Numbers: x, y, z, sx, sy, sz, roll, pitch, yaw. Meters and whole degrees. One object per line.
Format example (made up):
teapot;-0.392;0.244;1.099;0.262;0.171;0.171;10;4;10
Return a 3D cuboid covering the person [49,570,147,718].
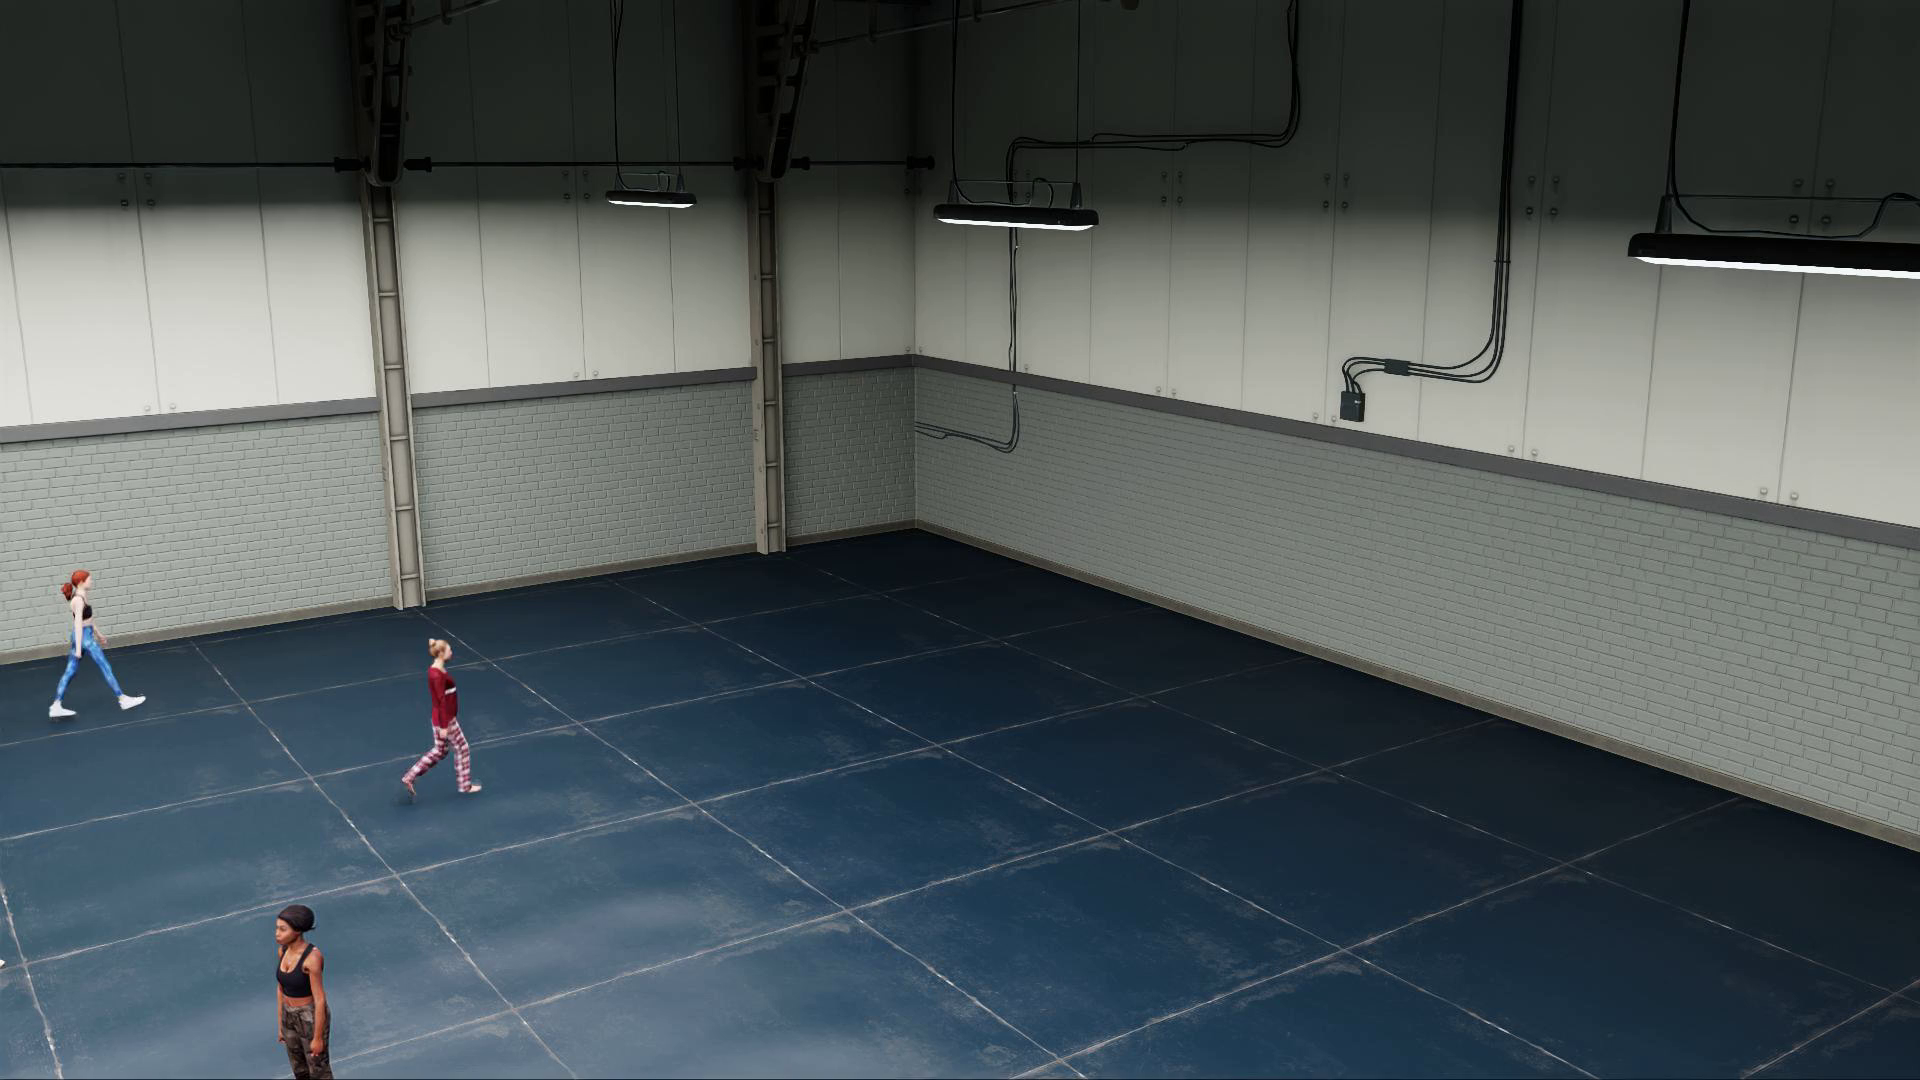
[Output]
person;-10.248;1.249;19.256;1.221;1.727;0.579;-9;16;-33

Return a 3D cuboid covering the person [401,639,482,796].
person;-5.310;1.835;16.856;1.053;1.668;0.749;-6;14;-24

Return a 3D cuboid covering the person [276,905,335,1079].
person;-4.307;3.187;10.944;0.652;1.700;0.638;8;15;32
